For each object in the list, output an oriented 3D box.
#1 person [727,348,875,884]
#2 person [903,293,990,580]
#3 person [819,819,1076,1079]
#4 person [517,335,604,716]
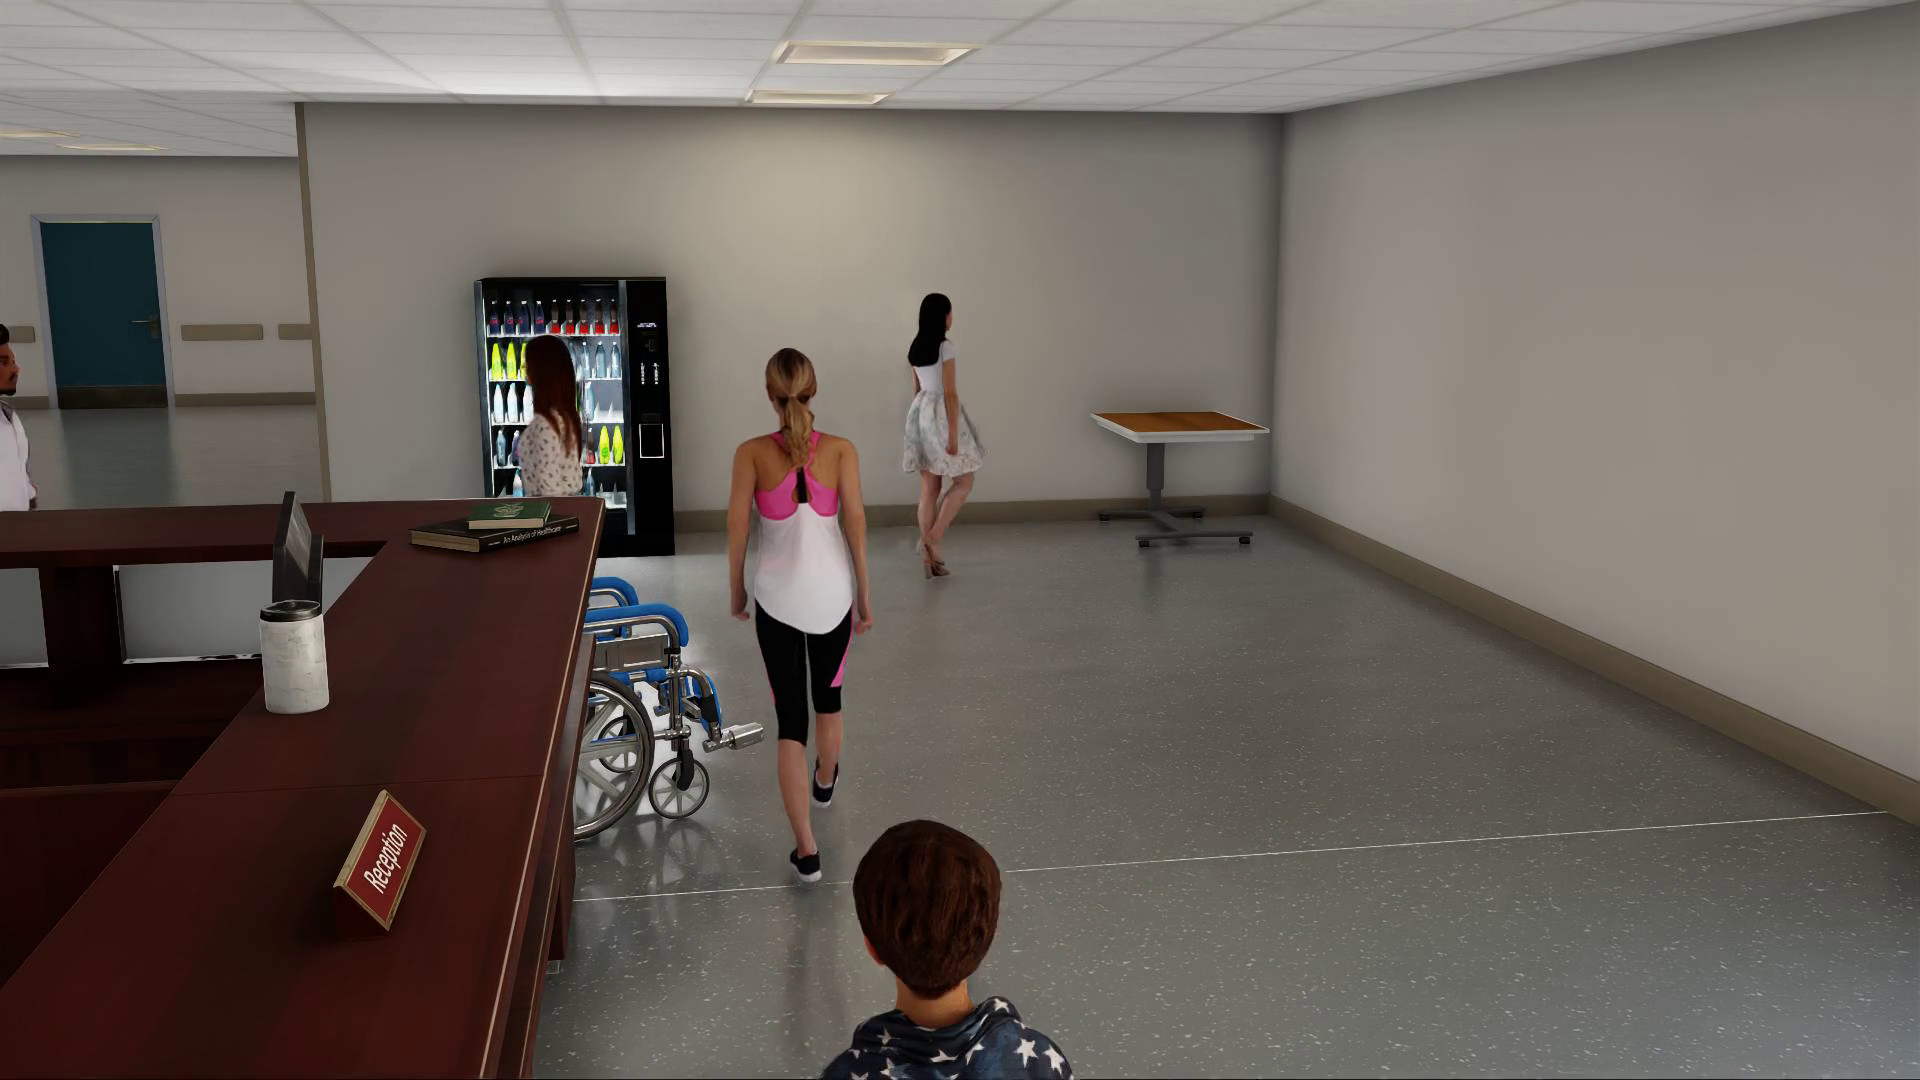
[{"bbox_3d":[-0.531,0.280,5.574,1.026,1.743,0.703,-1,11,-7],"label":"person"},{"bbox_3d":[-0.207,-0.620,10.265,0.878,1.763,0.818,-9,14,-40],"label":"person"},{"bbox_3d":[0.002,1.091,2.184,0.901,1.414,0.619,-1,11,-5],"label":"person"},{"bbox_3d":[-1.725,-0.027,7.230,0.603,1.728,0.620,0,11,2],"label":"person"}]
